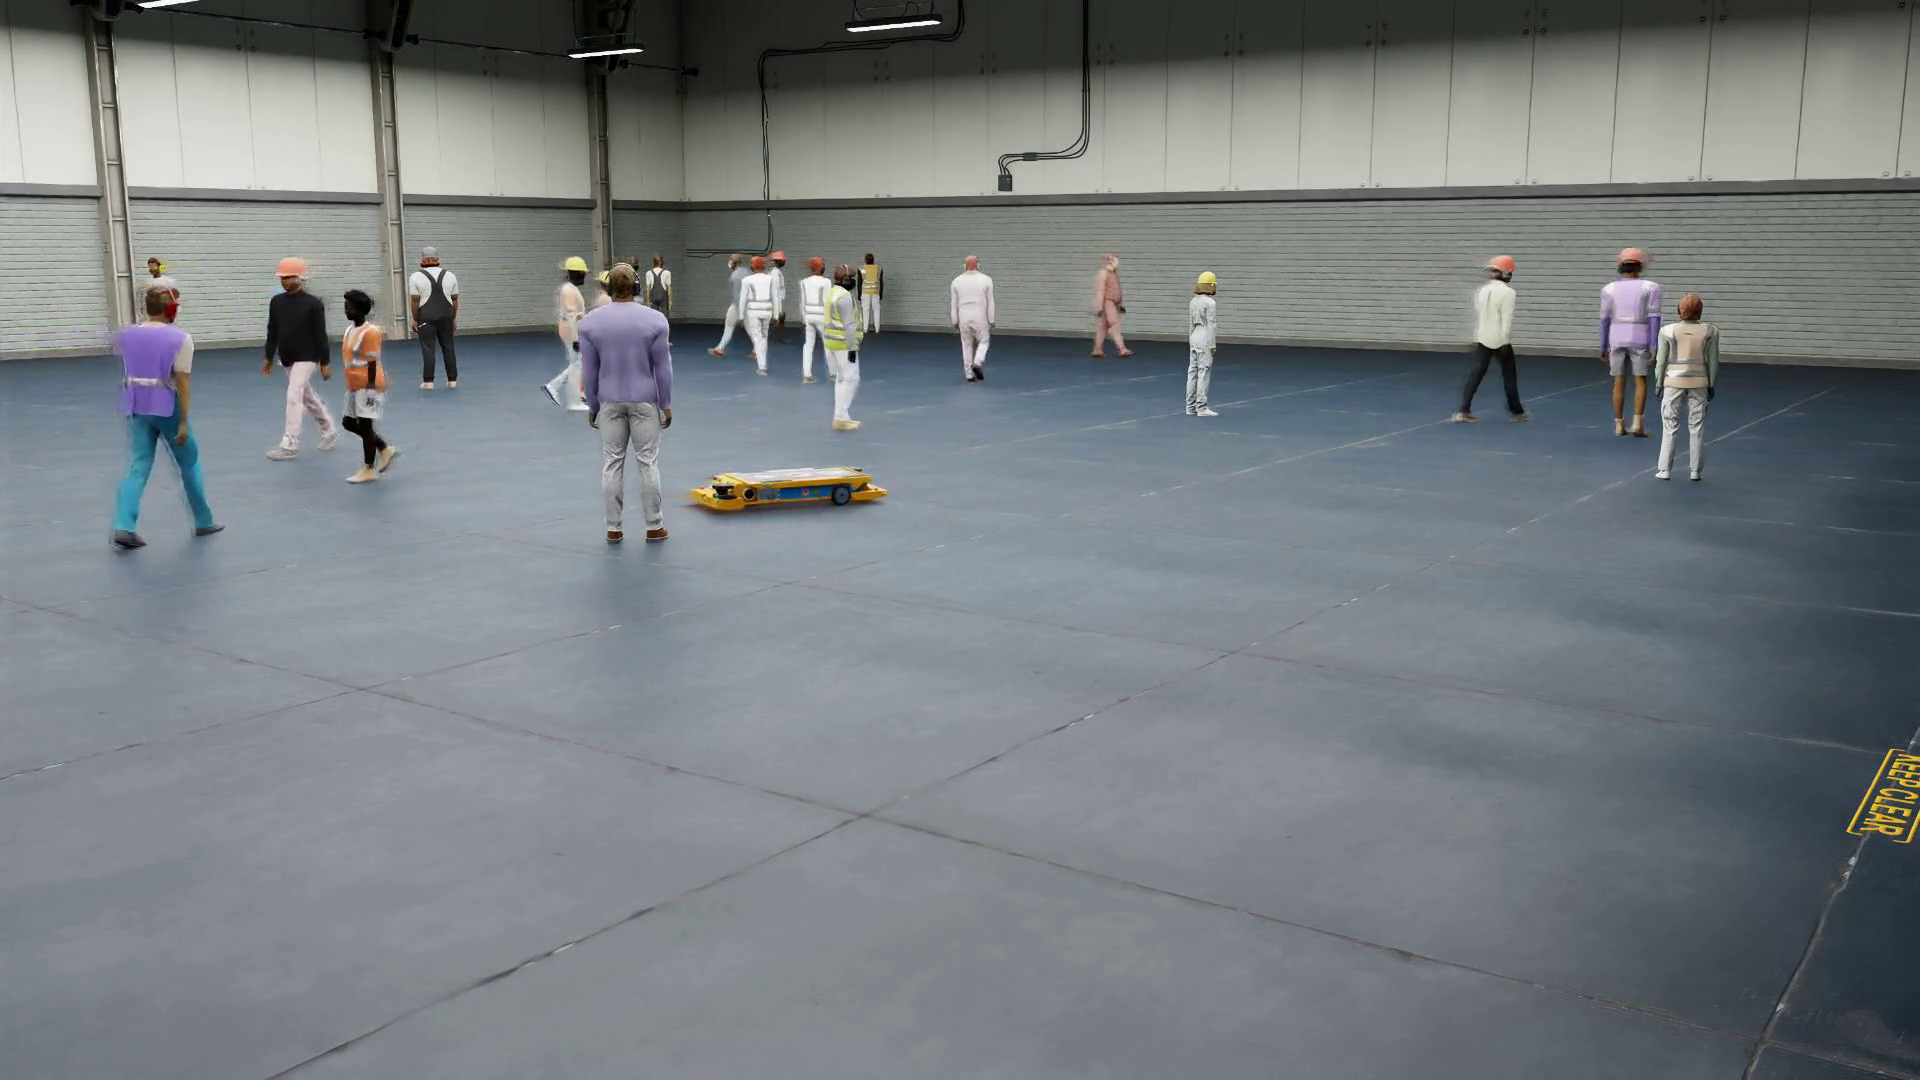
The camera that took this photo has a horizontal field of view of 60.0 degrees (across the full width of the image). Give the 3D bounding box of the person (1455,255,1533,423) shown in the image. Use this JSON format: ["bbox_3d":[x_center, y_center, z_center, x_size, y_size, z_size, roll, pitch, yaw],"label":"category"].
[{"bbox_3d":[6.190,-2.315,19.242,1.019,1.944,0.635,-4,11,-23],"label":"person"}]

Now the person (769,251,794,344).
[{"bbox_3d":[-3.788,-4.966,34.143,0.638,1.922,0.567,0,10,2],"label":"person"}]

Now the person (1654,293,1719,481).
[{"bbox_3d":[6.349,-1.331,14.557,0.514,1.645,0.308,3,10,14],"label":"person"}]

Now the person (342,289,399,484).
[{"bbox_3d":[-5.154,-1.335,14.455,0.458,1.683,0.540,-10,14,-44],"label":"person"}]

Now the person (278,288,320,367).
[{"bbox_3d":[-11.175,-3.756,28.086,0.552,1.648,0.843,9,13,40],"label":"person"}]

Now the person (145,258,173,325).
[{"bbox_3d":[-12.711,-3.542,26.376,0.523,1.841,0.781,1,10,5],"label":"person"}]

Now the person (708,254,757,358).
[{"bbox_3d":[-4.039,-4.207,29.992,1.021,1.886,0.636,3,11,17],"label":"person"}]

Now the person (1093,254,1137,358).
[{"bbox_3d":[2.824,-4.224,30.147,0.938,1.865,0.660,3,11,18],"label":"person"}]

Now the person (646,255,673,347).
[{"bbox_3d":[-6.046,-4.803,33.447,0.505,1.842,0.346,0,10,1],"label":"person"}]

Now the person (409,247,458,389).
[{"bbox_3d":[-7.569,-3.195,23.885,0.681,2.000,0.536,-7,12,-34],"label":"person"}]

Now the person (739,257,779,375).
[{"bbox_3d":[-3.231,-3.558,26.418,0.614,1.856,0.803,-5,11,-27],"label":"person"}]

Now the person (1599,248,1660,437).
[{"bbox_3d":[7.201,-2.112,17.916,0.667,2.016,0.451,7,12,34],"label":"person"}]

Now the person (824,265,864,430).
[{"bbox_3d":[-1.293,-2.142,18.559,0.429,1.834,0.654,-3,10,-15],"label":"person"}]

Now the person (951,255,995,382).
[{"bbox_3d":[0.190,-3.309,24.913,0.674,1.894,0.444,2,10,12],"label":"person"}]

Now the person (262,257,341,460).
[{"bbox_3d":[-6.456,-1.793,16.320,0.608,1.952,1.052,5,11,25],"label":"person"}]

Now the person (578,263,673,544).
[{"bbox_3d":[-2.294,-0.933,11.505,0.631,1.940,0.372,0,10,-3],"label":"person"}]

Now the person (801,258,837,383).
[{"bbox_3d":[-2.084,-3.283,24.897,0.601,1.846,0.905,6,12,31],"label":"person"}]

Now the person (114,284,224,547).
[{"bbox_3d":[-5.545,-0.859,11.501,0.572,1.802,0.956,1,10,8],"label":"person"}]

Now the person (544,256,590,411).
[{"bbox_3d":[-4.848,-2.551,20.627,0.550,1.915,0.588,-2,10,-10],"label":"person"}]

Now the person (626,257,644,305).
[{"bbox_3d":[-5.969,-4.238,30.313,0.447,1.830,0.655,-4,11,-22],"label":"person"}]

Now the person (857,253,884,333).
[{"bbox_3d":[-2.085,-5.729,38.645,0.636,1.840,0.429,-3,11,-16],"label":"person"}]

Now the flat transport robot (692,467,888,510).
[{"bbox_3d":[-1.364,-0.428,13.341,1.431,0.197,0.652,-5,11,-26],"label":"flat transport robot"}]

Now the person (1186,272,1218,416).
[{"bbox_3d":[2.956,-2.366,20.102,0.325,1.737,0.485,-4,11,-23],"label":"person"}]

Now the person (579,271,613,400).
[{"bbox_3d":[-4.638,-2.671,21.853,0.927,1.719,0.537,-4,11,-19],"label":"person"}]
